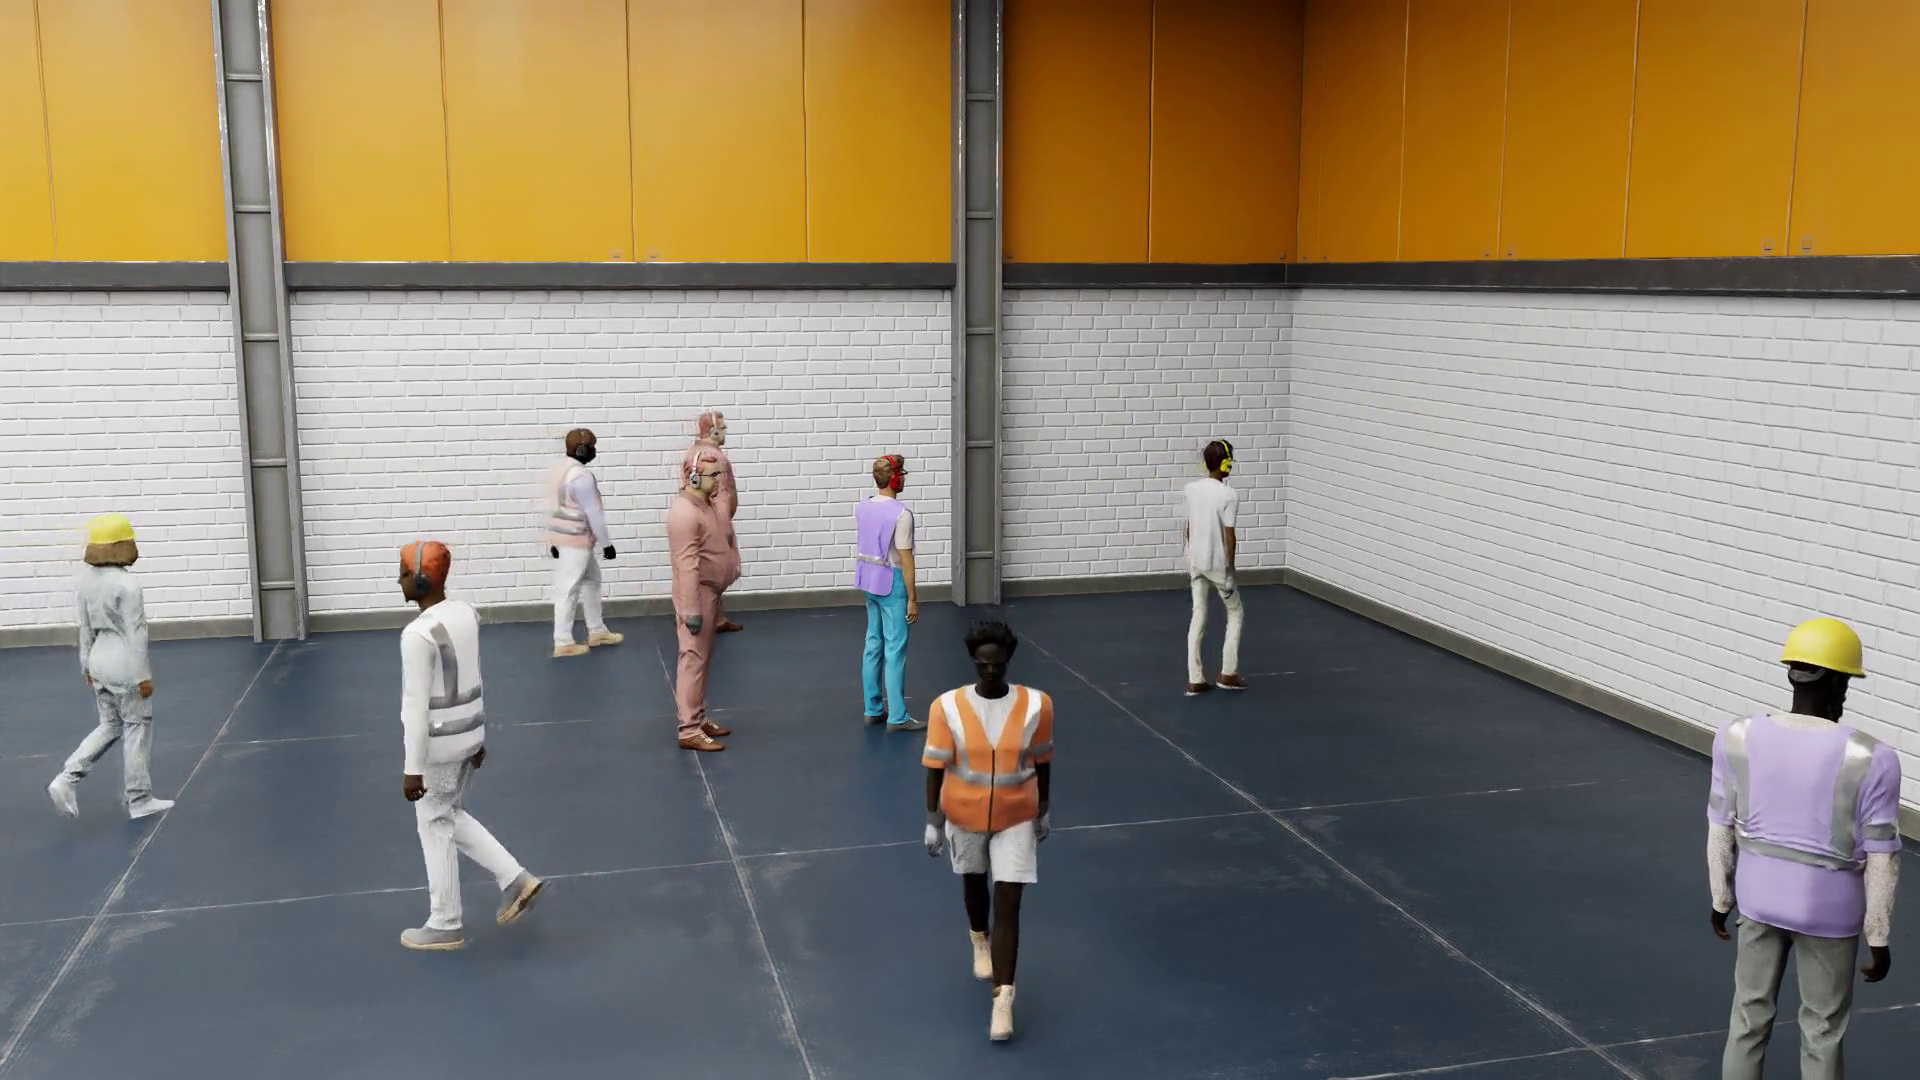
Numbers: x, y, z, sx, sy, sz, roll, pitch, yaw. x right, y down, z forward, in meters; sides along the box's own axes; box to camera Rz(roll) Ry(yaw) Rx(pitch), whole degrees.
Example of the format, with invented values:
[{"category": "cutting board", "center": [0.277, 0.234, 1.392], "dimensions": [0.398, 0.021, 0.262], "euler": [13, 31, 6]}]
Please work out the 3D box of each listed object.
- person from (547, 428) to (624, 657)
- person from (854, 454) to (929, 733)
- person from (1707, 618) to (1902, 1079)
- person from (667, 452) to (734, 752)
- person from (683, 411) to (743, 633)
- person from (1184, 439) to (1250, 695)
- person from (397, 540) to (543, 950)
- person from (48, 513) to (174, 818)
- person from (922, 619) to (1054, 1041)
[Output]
[{"category": "person", "center": [-2.948, 0.015, 13.259], "dimensions": [0.758, 1.814, 0.625], "euler": [-5, 10, -27]}, {"category": "person", "center": [-0.484, 0.354, 11.025], "dimensions": [0.389, 1.849, 0.565], "euler": [-7, 12, -38]}, {"category": "person", "center": [2.768, 1.208, 5.488], "dimensions": [0.584, 1.918, 0.381], "euler": [9, 13, 44]}, {"category": "person", "center": [-1.650, 0.384, 10.665], "dimensions": [0.403, 1.906, 0.652], "euler": [0, 9, -1]}, {"category": "person", "center": [-2.082, -0.129, 13.886], "dimensions": [0.515, 1.894, 0.663], "euler": [-5, 10, -30]}, {"category": "person", "center": [1.859, 0.193, 12.050], "dimensions": [0.517, 1.850, 0.630], "euler": [8, 12, 42]}, {"category": "person", "center": [-2.247, 0.923, 7.413], "dimensions": [0.514, 1.870, 0.580], "euler": [1, 9, 6]}, {"category": "person", "center": [-4.685, 0.718, 9.125], "dimensions": [0.484, 1.732, 0.566], "euler": [5, 10, 27]}, {"category": "person", "center": [0.115, 1.126, 6.844], "dimensions": [0.537, 1.646, 0.889], "euler": [0, 9, 1]}]
